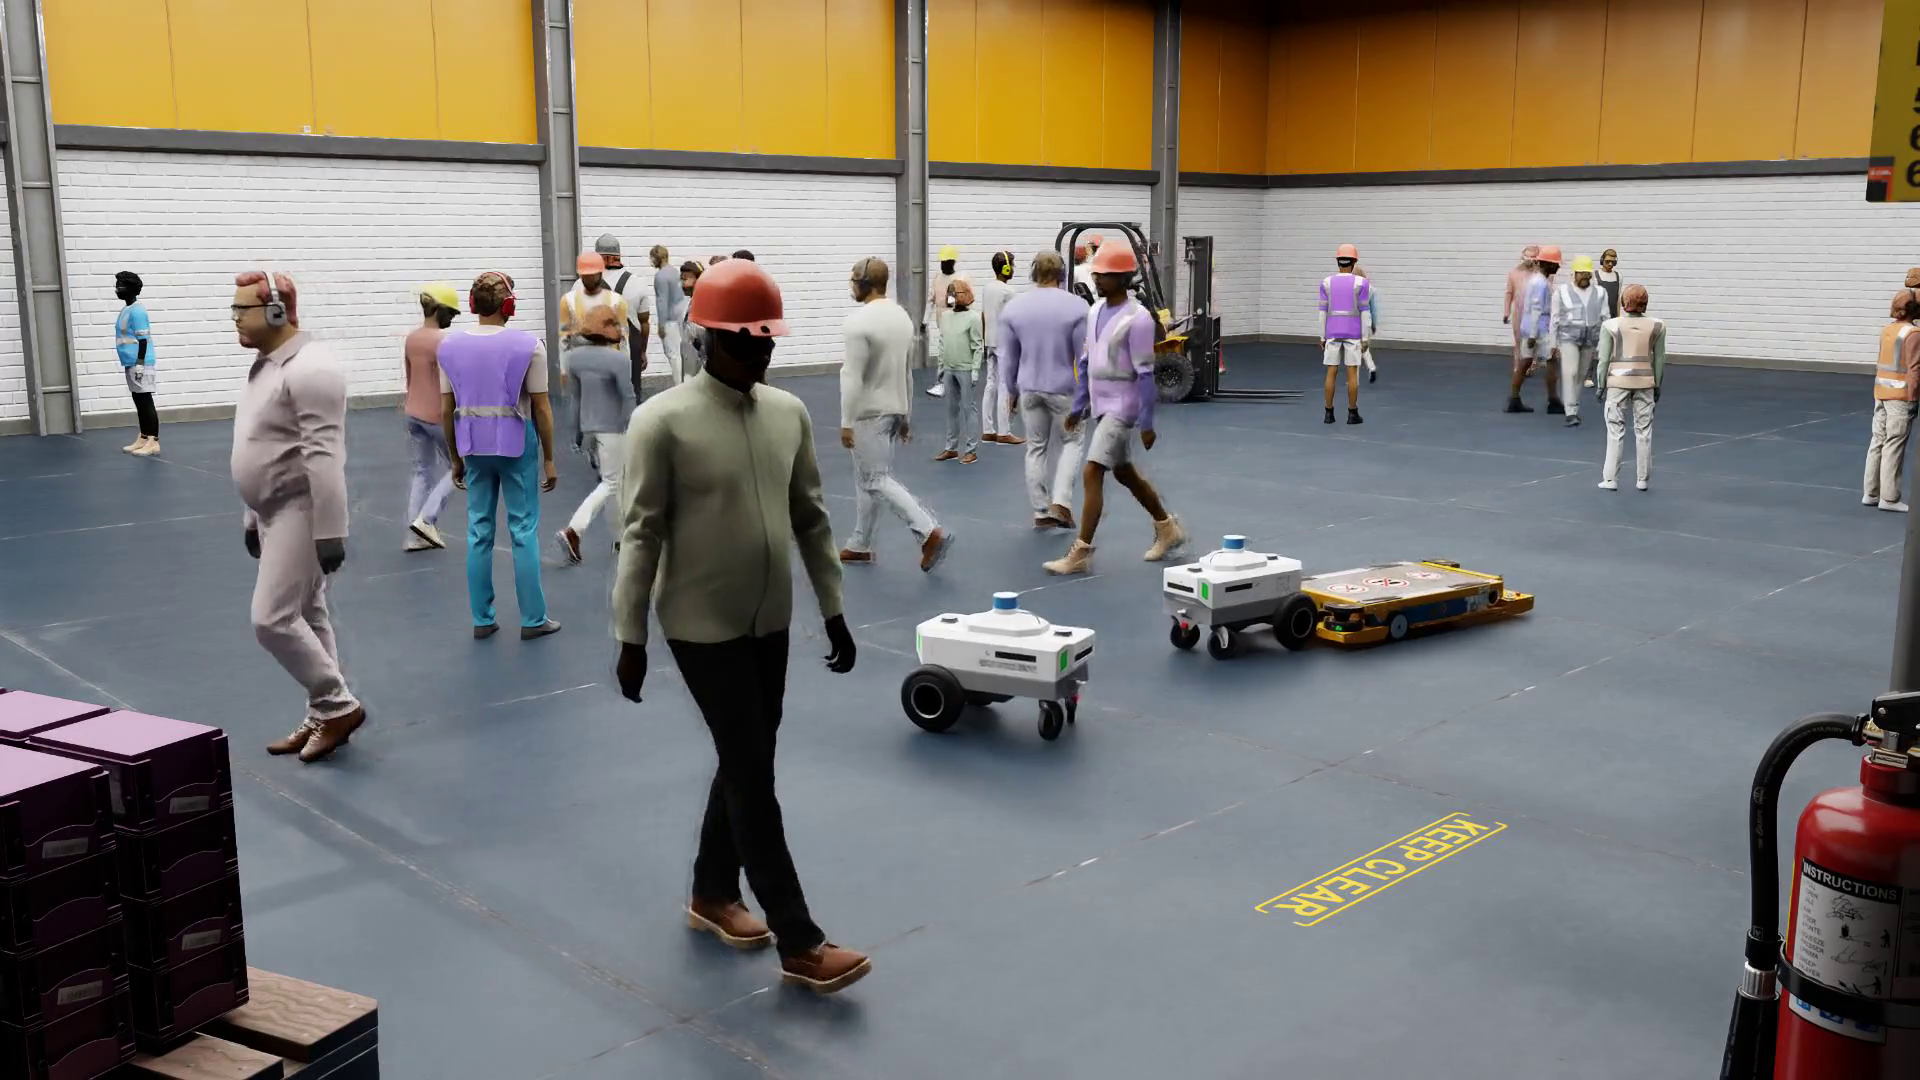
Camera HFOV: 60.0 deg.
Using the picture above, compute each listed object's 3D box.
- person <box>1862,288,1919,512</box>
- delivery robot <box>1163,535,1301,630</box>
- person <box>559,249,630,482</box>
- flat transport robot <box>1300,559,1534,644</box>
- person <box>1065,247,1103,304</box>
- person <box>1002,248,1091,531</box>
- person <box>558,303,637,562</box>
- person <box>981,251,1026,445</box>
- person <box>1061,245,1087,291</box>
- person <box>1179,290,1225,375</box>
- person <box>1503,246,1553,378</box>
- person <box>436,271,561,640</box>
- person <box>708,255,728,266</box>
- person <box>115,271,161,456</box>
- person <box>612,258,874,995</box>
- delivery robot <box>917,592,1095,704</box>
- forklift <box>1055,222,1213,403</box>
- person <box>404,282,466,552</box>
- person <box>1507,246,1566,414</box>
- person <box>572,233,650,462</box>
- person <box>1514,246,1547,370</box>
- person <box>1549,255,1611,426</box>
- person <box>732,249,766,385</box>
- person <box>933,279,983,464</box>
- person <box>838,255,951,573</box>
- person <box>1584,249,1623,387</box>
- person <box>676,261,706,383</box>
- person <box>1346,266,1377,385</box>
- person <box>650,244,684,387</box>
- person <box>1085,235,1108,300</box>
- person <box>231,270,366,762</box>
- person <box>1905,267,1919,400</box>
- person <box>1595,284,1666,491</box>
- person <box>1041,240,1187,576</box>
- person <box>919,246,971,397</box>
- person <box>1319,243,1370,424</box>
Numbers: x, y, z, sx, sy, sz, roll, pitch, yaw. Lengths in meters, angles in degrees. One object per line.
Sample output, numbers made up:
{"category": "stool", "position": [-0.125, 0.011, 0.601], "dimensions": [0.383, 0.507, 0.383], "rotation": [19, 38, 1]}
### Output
{"category": "person", "position": [6.907, -1.029, 12.253], "dimensions": [0.310, 1.638, 0.523], "rotation": [1, 10, 4]}
{"category": "delivery robot", "position": [1.334, 0.219, 8.147], "dimensions": [0.707, 0.478, 0.477], "rotation": [-7, 13, -35]}
{"category": "person", "position": [-3.003, -1.436, 13.713], "dimensions": [0.579, 1.912, 0.610], "rotation": [-1, 10, -6]}
{"category": "flat transport robot", "position": [2.280, 0.304, 8.715], "dimensions": [1.431, 0.197, 0.652], "rotation": [-7, 12, -33]}
{"category": "person", "position": [1.830, -3.379, 24.544], "dimensions": [0.614, 1.872, 0.343], "rotation": [-2, 11, -11]}
{"category": "person", "position": [0.602, -1.005, 11.305], "dimensions": [0.653, 1.931, 0.426], "rotation": [4, 11, 20]}
{"category": "person", "position": [-2.257, -0.670, 10.385], "dimensions": [0.508, 1.606, 0.749], "rotation": [7, 12, 33]}
{"category": "person", "position": [0.396, -1.860, 16.165], "dimensions": [0.329, 1.867, 0.513], "rotation": [-7, 13, -34]}
{"category": "person", "position": [1.868, -3.759, 26.527], "dimensions": [0.957, 1.869, 0.655], "rotation": [-8, 13, -38]}
{"category": "person", "position": [3.415, -3.141, 23.551], "dimensions": [0.908, 1.723, 0.528], "rotation": [-4, 11, -19]}
{"category": "person", "position": [8.055, -3.232, 23.667], "dimensions": [0.702, 1.861, 0.867], "rotation": [8, 13, 37]}
{"category": "person", "position": [-2.300, -0.408, 8.297], "dimensions": [0.566, 1.846, 0.389], "rotation": [1, 10, 6]}
{"category": "person", "position": [-2.594, -2.302, 18.751], "dimensions": [0.913, 1.808, 0.620], "rotation": [-1, 10, -4]}
{"category": "person", "position": [-7.609, -1.627, 15.358], "dimensions": [0.317, 1.696, 0.537], "rotation": [-8, 13, -38]}
{"category": "person", "position": [-0.517, 0.233, 4.504], "dimensions": [0.817, 1.952, 0.655], "rotation": [8, 13, 37]}
{"category": "delivery robot", "position": [0.189, 0.458, 6.843], "dimensions": [0.707, 0.478, 0.477], "rotation": [5, 12, 26]}
{"category": "forklift", "position": [1.935, -2.847, 20.651], "dimensions": [2.313, 2.155, 1.214], "rotation": [2, 11, 13]}
{"category": "person", "position": [-3.340, -0.767, 10.594], "dimensions": [0.569, 1.722, 0.437], "rotation": [9, 14, 40]}
{"category": "person", "position": [6.653, -2.364, 18.834], "dimensions": [0.855, 1.897, 0.567], "rotation": [1, 10, 7]}
{"category": "person", "position": [-3.114, -1.699, 14.809], "dimensions": [0.680, 2.000, 0.537], "rotation": [-4, 11, -22]}
{"category": "person", "position": [8.622, -3.456, 24.859], "dimensions": [0.477, 1.867, 0.623], "rotation": [0, 10, -2]}
{"category": "person", "position": [6.616, -2.099, 17.636], "dimensions": [0.609, 1.796, 0.824], "rotation": [0, 10, -1]}
{"category": "person", "position": [-2.135, -1.850, 16.046], "dimensions": [0.874, 1.891, 0.604], "rotation": [1, 10, 3]}
{"category": "person", "position": [-0.011, -1.499, 14.828], "dimensions": [0.499, 1.634, 0.279], "rotation": [10, 14, 43]}
{"category": "person", "position": [-0.437, -0.744, 9.977], "dimensions": [0.886, 1.913, 0.641], "rotation": [5, 12, 27]}
{"category": "person", "position": [8.590, -2.955, 22.211], "dimensions": [0.504, 1.839, 0.344], "rotation": [-1, 10, -7]}
{"category": "person", "position": [-2.094, -1.309, 13.327], "dimensions": [0.538, 1.829, 0.926], "rotation": [6, 12, 29]}
{"category": "person", "position": [5.366, -2.873, 22.367], "dimensions": [0.516, 1.620, 0.438], "rotation": [-3, 11, -18]}
{"category": "person", "position": [-3.599, -2.688, 20.559], "dimensions": [0.438, 1.914, 0.657], "rotation": [1, 10, 5]}
{"category": "person", "position": [2.141, -3.688, 25.727], "dimensions": [0.861, 2.001, 0.641], "rotation": [-9, 14, -42]}
{"category": "person", "position": [-2.572, -0.077, 6.372], "dimensions": [0.444, 1.890, 0.671], "rotation": [-8, 13, -38]}
{"category": "person", "position": [11.548, -2.478, 20.163], "dimensions": [0.286, 1.634, 0.500], "rotation": [10, 14, 42]}
{"category": "person", "position": [5.300, -1.199, 13.175], "dimensions": [0.515, 1.641, 0.315], "rotation": [1, 10, 7]}
{"category": "person", "position": [0.982, -0.802, 10.059], "dimensions": [1.036, 2.002, 0.611], "rotation": [-4, 11, -21]}
{"category": "person", "position": [-0.193, -2.755, 21.003], "dimensions": [0.596, 1.883, 0.858], "rotation": [10, 14, 44]}
{"category": "person", "position": [4.128, -2.207, 17.872], "dimensions": [0.543, 1.933, 0.363], "rotation": [5, 11, 24]}
